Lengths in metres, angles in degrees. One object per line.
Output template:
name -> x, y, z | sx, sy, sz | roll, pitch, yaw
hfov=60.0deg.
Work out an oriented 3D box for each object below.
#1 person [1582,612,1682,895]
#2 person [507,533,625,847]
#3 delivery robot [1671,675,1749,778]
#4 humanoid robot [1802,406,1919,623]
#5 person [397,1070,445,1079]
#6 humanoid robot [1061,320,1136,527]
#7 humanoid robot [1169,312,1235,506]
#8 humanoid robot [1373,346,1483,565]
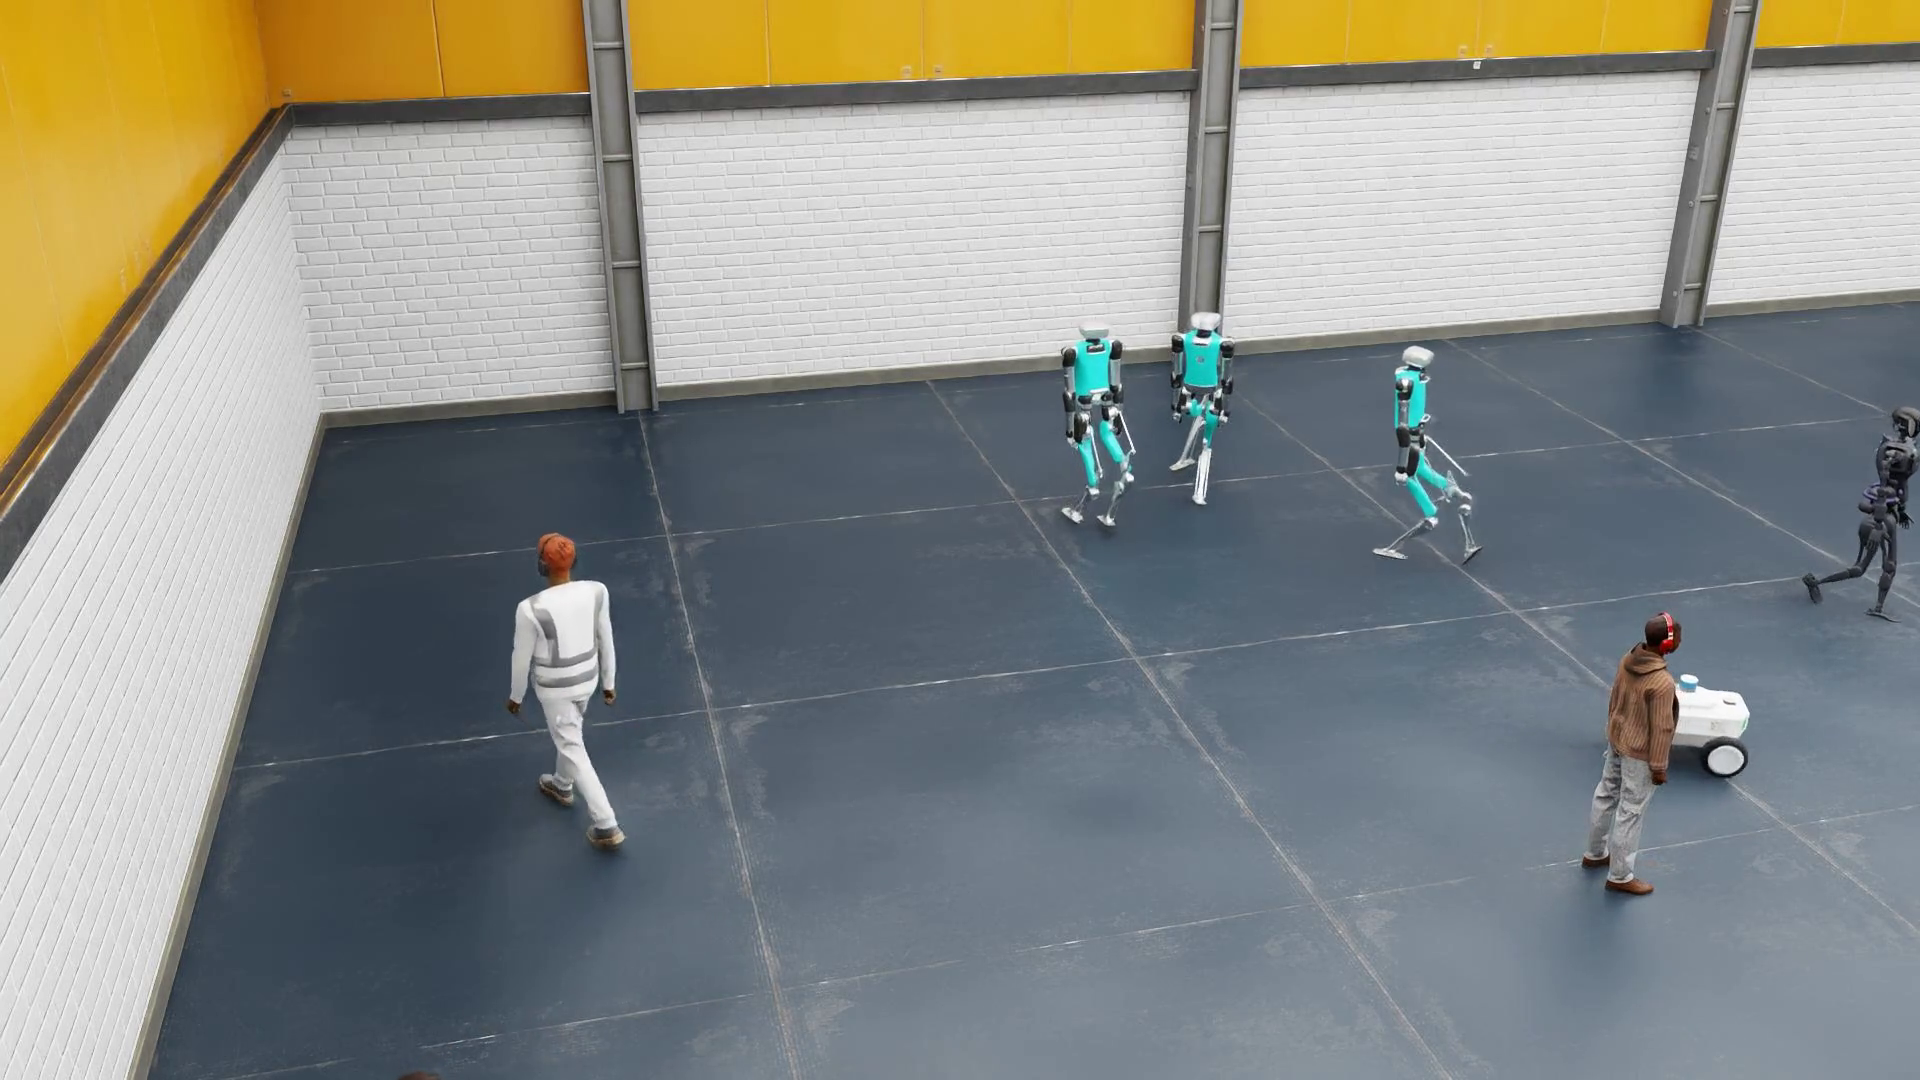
person -> 3.660, 1.144, 9.041 | 0.310, 1.650, 0.471 | -5, 24, -10
person -> -2.238, 0.837, 9.513 | 0.962, 1.844, 0.591 | 20, 31, 38
delivery robot -> 4.536, 1.131, 10.430 | 0.784, 0.589, 0.499 | 4, 24, 10
humanoid robot -> 6.681, -0.219, 12.148 | 0.696, 1.633, 0.590 | 21, 31, 39
person -> -1.743, 2.539, 5.730 | 0.475, 1.769, 0.359 | 21, 32, 40
humanoid robot -> 1.149, -0.879, 13.519 | 0.542, 1.745, 0.924 | -10, 26, -21
humanoid robot -> 2.095, -1.206, 14.336 | 0.574, 1.740, 0.987 | 7, 25, 16
humanoid robot -> 3.777, -0.591, 12.910 | 0.925, 1.790, 0.538 | 11, 26, 24
